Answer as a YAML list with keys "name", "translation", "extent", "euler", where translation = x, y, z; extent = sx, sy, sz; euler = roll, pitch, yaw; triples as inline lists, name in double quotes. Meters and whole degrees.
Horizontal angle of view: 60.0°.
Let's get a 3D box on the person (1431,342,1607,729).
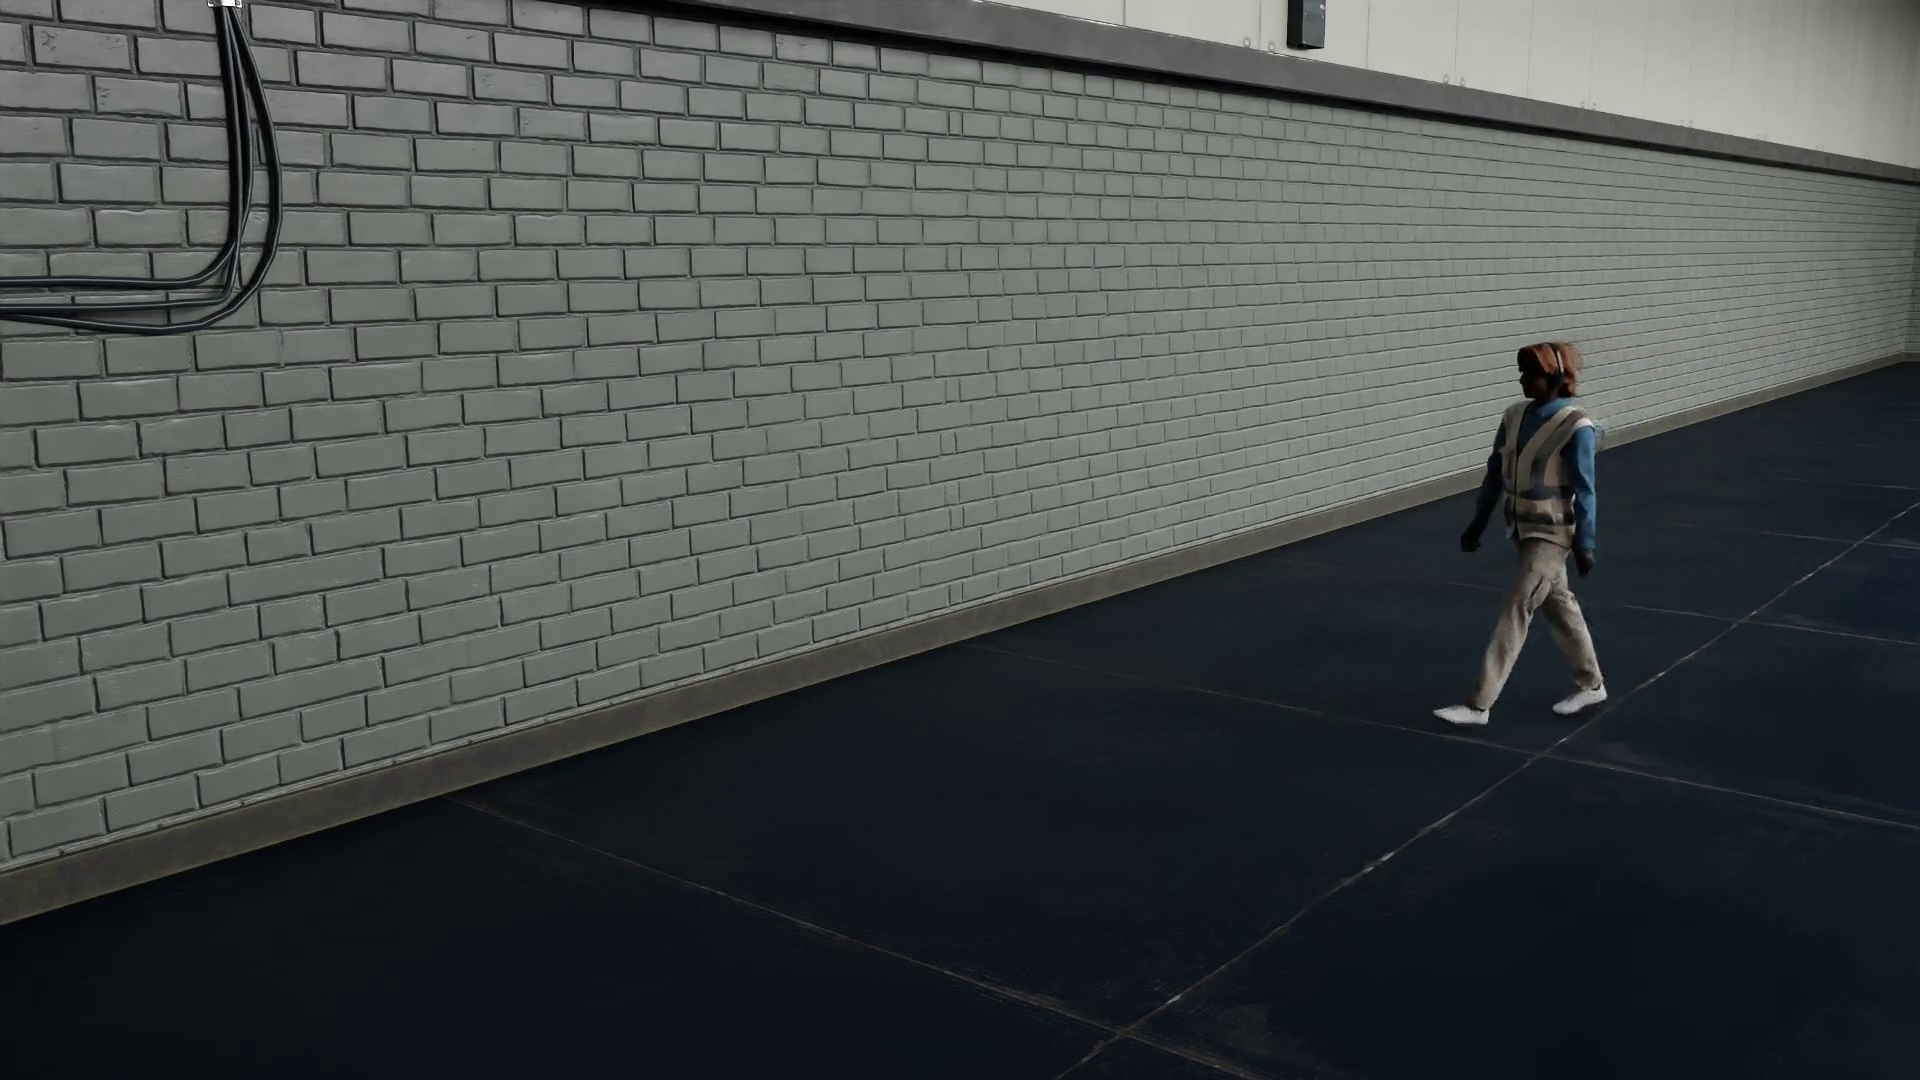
- name: "person"
  translation: [2.383, -0.019, 6.869]
  extent: [0.883, 1.592, 0.506]
  euler: [-2, 10, -12]
